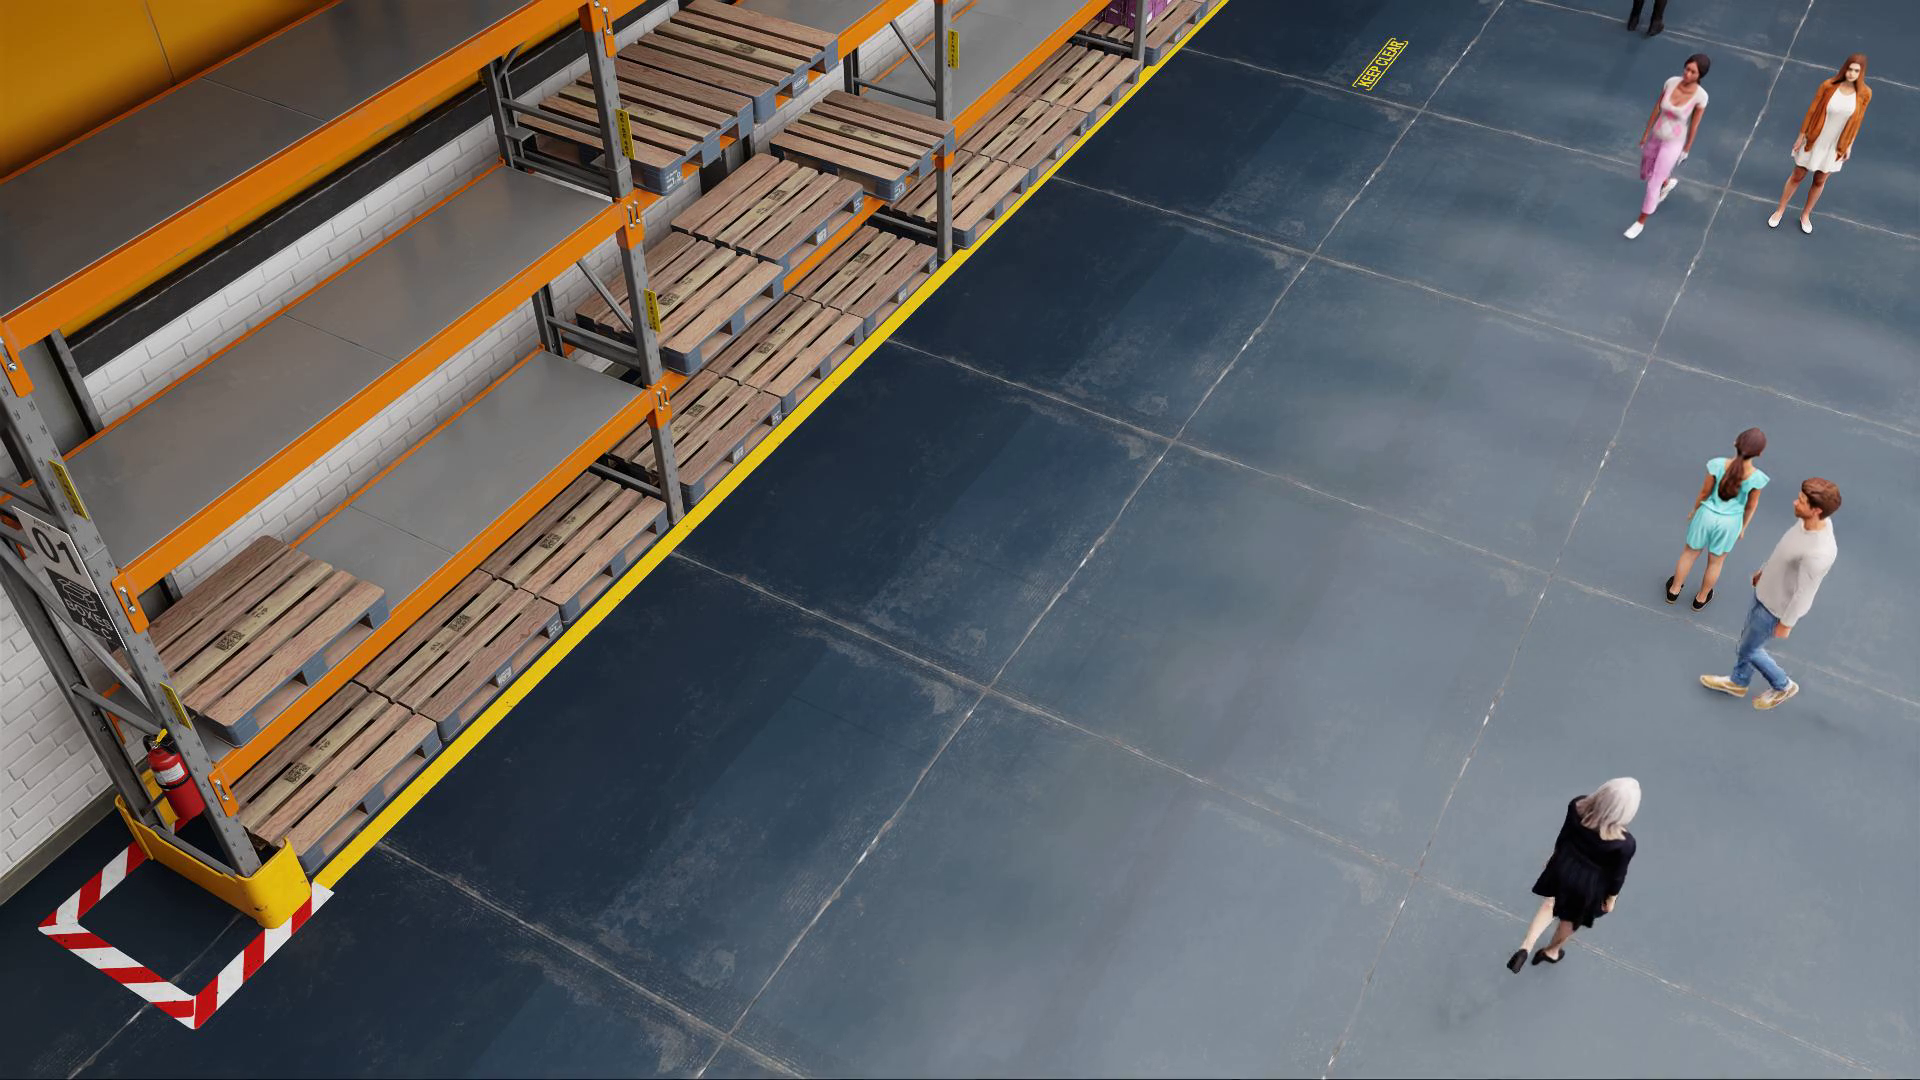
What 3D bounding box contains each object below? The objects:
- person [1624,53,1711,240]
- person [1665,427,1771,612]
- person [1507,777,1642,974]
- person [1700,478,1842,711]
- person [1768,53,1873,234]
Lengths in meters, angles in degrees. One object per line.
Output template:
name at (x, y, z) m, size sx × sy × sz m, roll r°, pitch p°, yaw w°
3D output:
person at (6.312, -3.537, 14.773) m, size 1.074 × 1.722 × 0.833 m, roll -28°, pitch 50°, yaw -26°
person at (5.172, -0.148, 11.334) m, size 0.535 × 1.558 × 0.526 m, roll 21°, pitch 48°, yaw 21°
person at (3.327, 1.887, 9.073) m, size 0.926 × 1.730 × 0.812 m, roll -25°, pitch 49°, yaw -24°
person at (5.288, 0.392, 10.537) m, size 0.821 × 1.876 × 0.794 m, roll 12°, pitch 45°, yaw 12°
person at (7.693, -3.549, 14.787) m, size 0.659 × 1.720 × 0.612 m, roll 15°, pitch 46°, yaw 15°
